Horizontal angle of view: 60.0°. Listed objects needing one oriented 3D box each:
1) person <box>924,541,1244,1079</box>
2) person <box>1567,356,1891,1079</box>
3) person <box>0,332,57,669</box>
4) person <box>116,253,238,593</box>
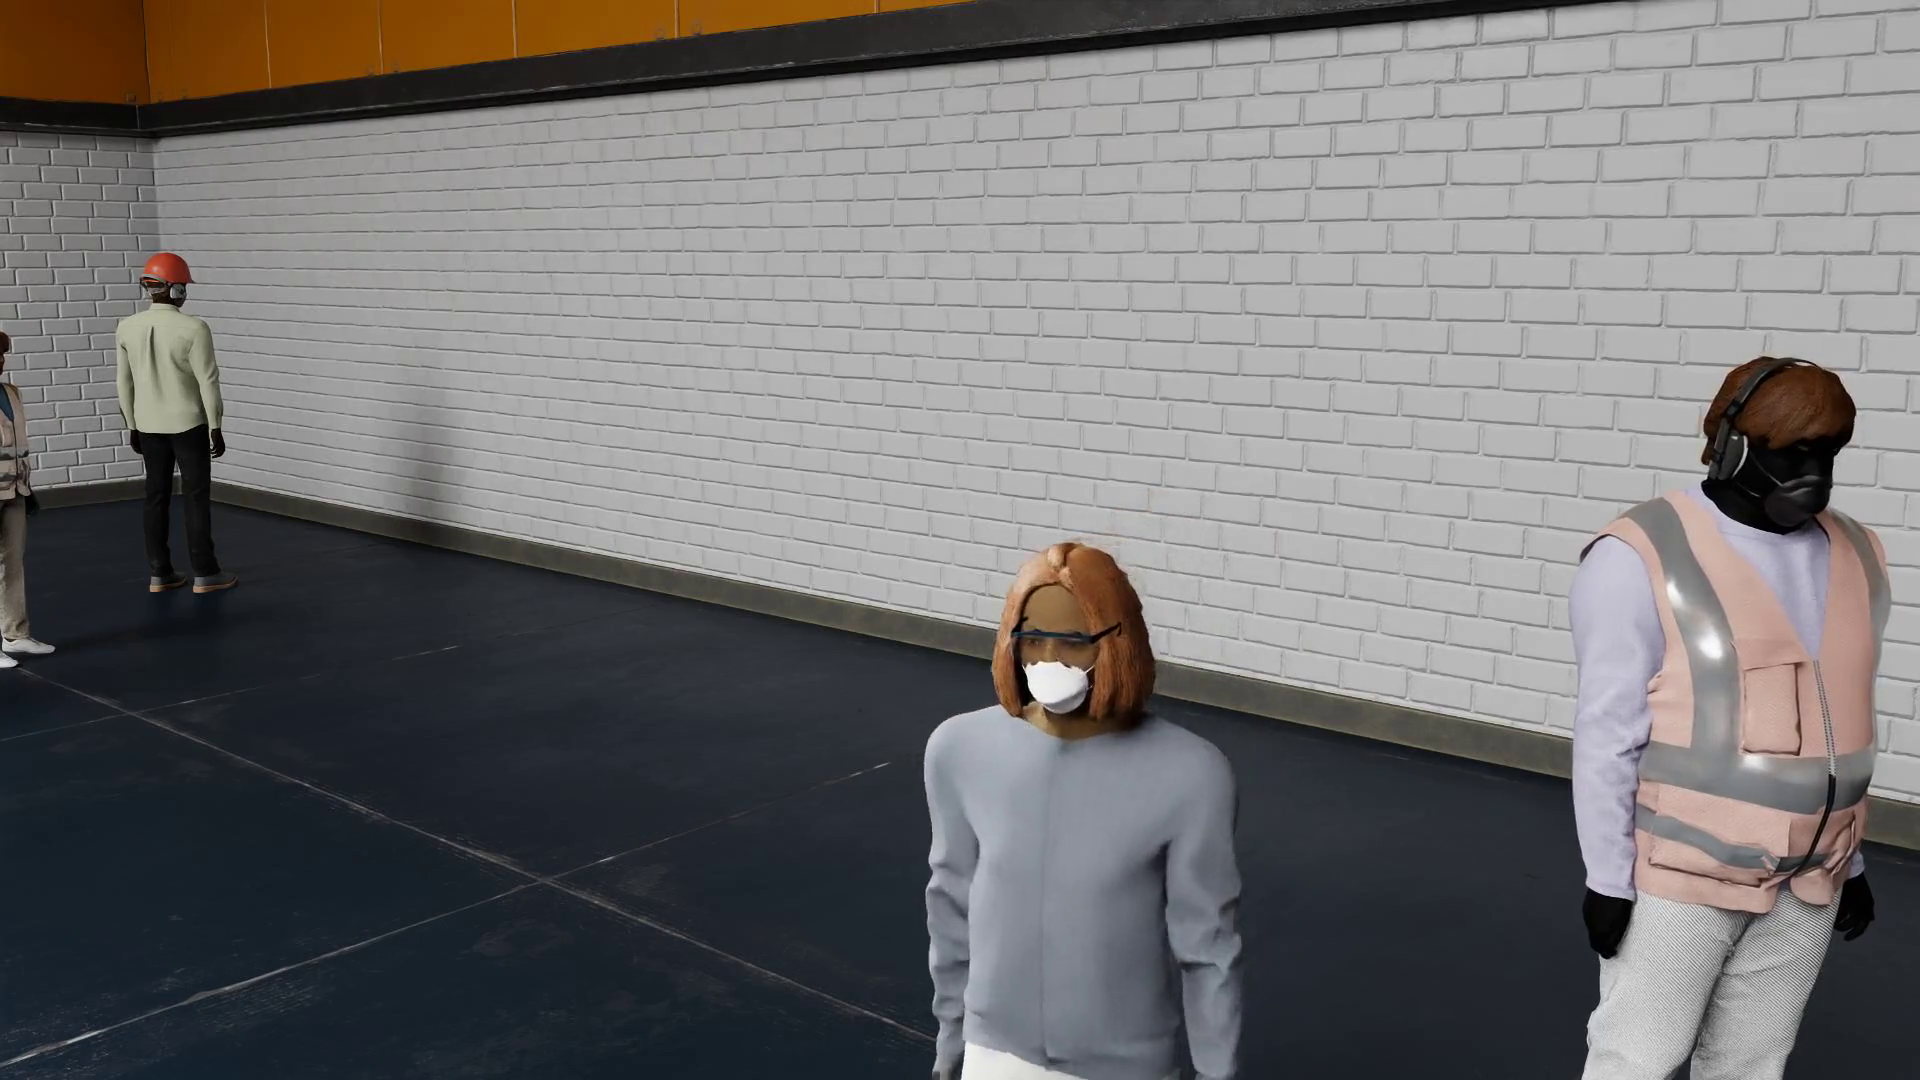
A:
[{"bbox_3d":[0.199,0.777,2.610,0.507,1.605,0.795,3,10,18],"label":"person"},{"bbox_3d":[1.395,0.590,3.008,0.621,1.838,0.429,-3,10,-17],"label":"person"},{"bbox_3d":[-4.697,-0.205,8.092,0.307,1.641,0.513,1,10,3],"label":"person"},{"bbox_3d":[-4.613,-0.682,9.793,0.622,1.992,0.396,2,10,9],"label":"person"}]
